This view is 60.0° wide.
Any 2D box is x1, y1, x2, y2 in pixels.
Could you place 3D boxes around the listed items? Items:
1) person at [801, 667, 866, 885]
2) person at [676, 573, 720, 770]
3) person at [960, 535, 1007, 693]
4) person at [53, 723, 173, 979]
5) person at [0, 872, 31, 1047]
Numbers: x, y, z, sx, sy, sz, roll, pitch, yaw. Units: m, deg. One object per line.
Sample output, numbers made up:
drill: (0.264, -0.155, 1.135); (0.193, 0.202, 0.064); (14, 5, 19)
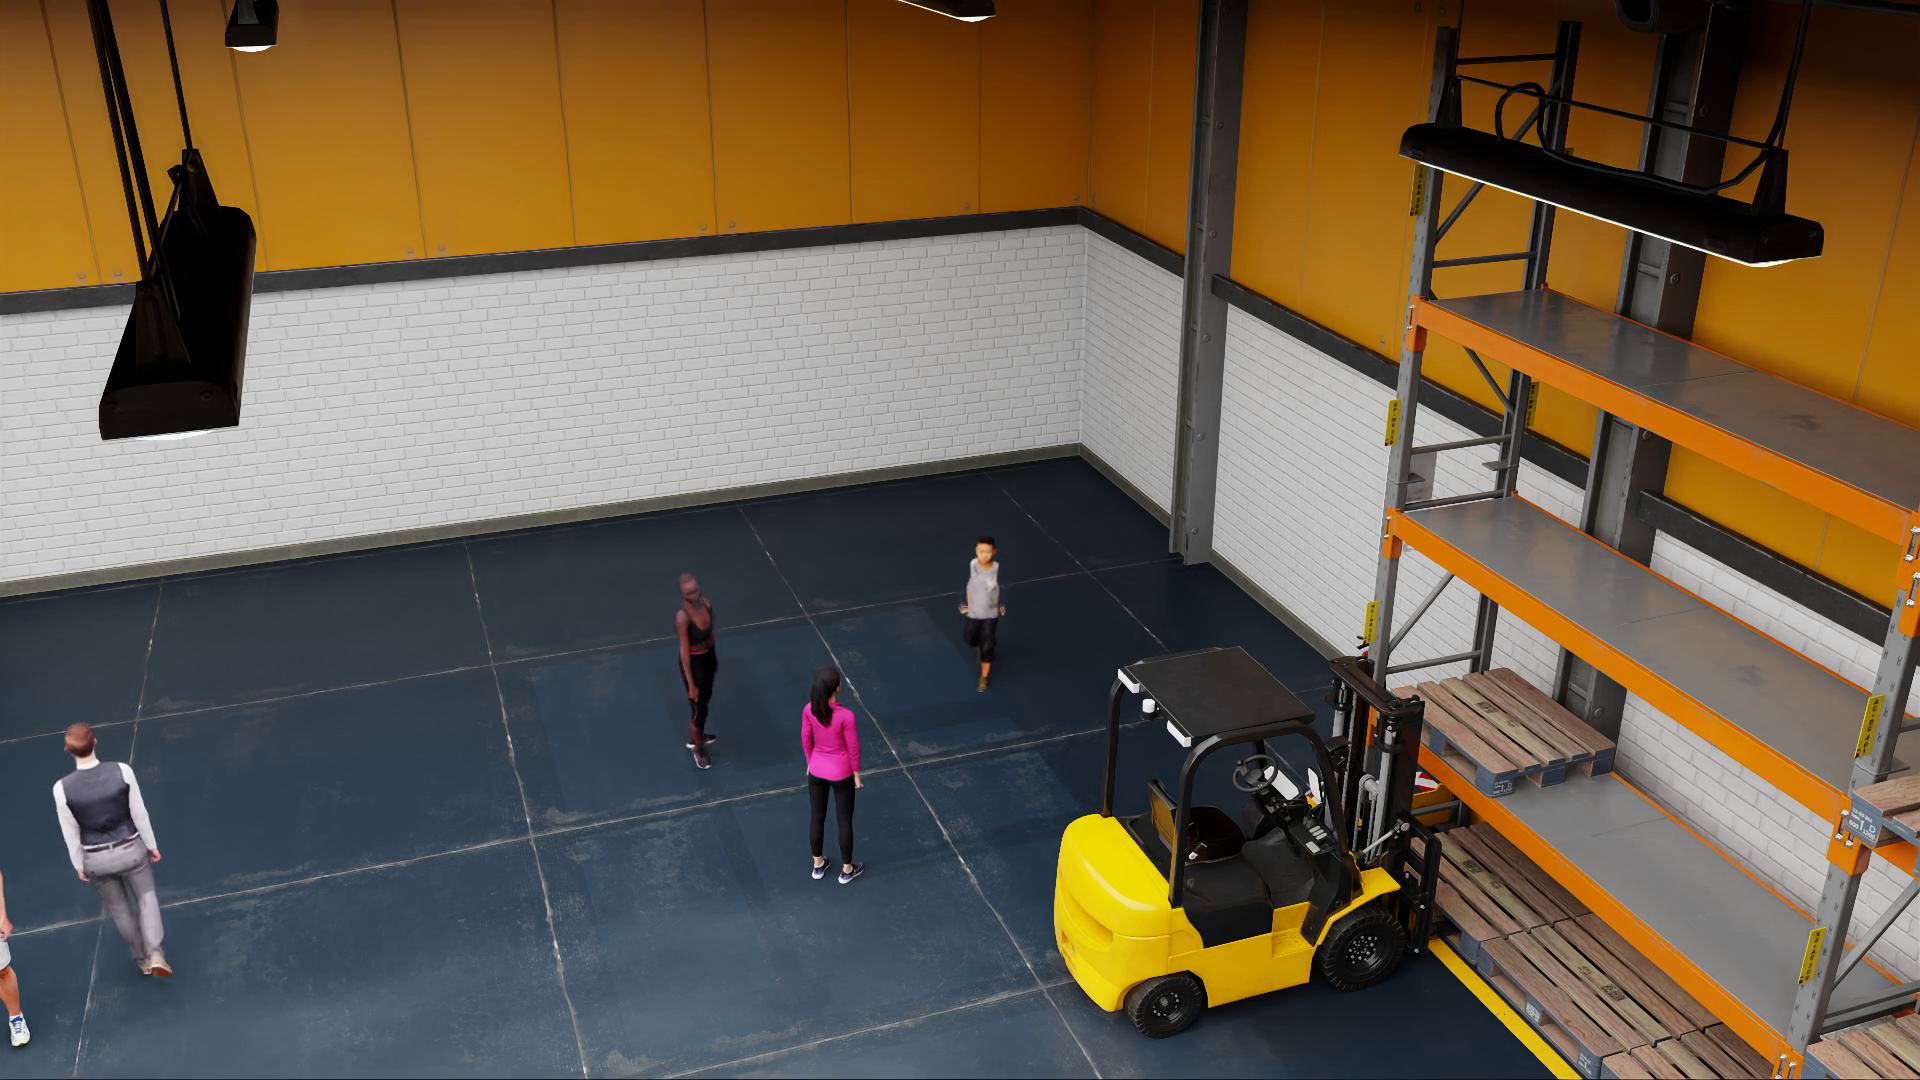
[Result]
person: (-0.936, 1.685, 12.011); (0.689, 1.698, 0.739); (8, 25, 19)
person: (-2.135, 1.021, 13.488); (0.891, 1.731, 0.821); (5, 24, 12)
person: (0.201, 0.562, 14.901); (0.834, 1.441, 1.031); (2, 24, 5)
person: (-5.490, 2.089, 10.808); (0.765, 1.921, 0.938); (-11, 26, -24)
person: (-6.172, 2.345, 10.308); (0.685, 1.854, 0.579); (-10, 26, -22)
